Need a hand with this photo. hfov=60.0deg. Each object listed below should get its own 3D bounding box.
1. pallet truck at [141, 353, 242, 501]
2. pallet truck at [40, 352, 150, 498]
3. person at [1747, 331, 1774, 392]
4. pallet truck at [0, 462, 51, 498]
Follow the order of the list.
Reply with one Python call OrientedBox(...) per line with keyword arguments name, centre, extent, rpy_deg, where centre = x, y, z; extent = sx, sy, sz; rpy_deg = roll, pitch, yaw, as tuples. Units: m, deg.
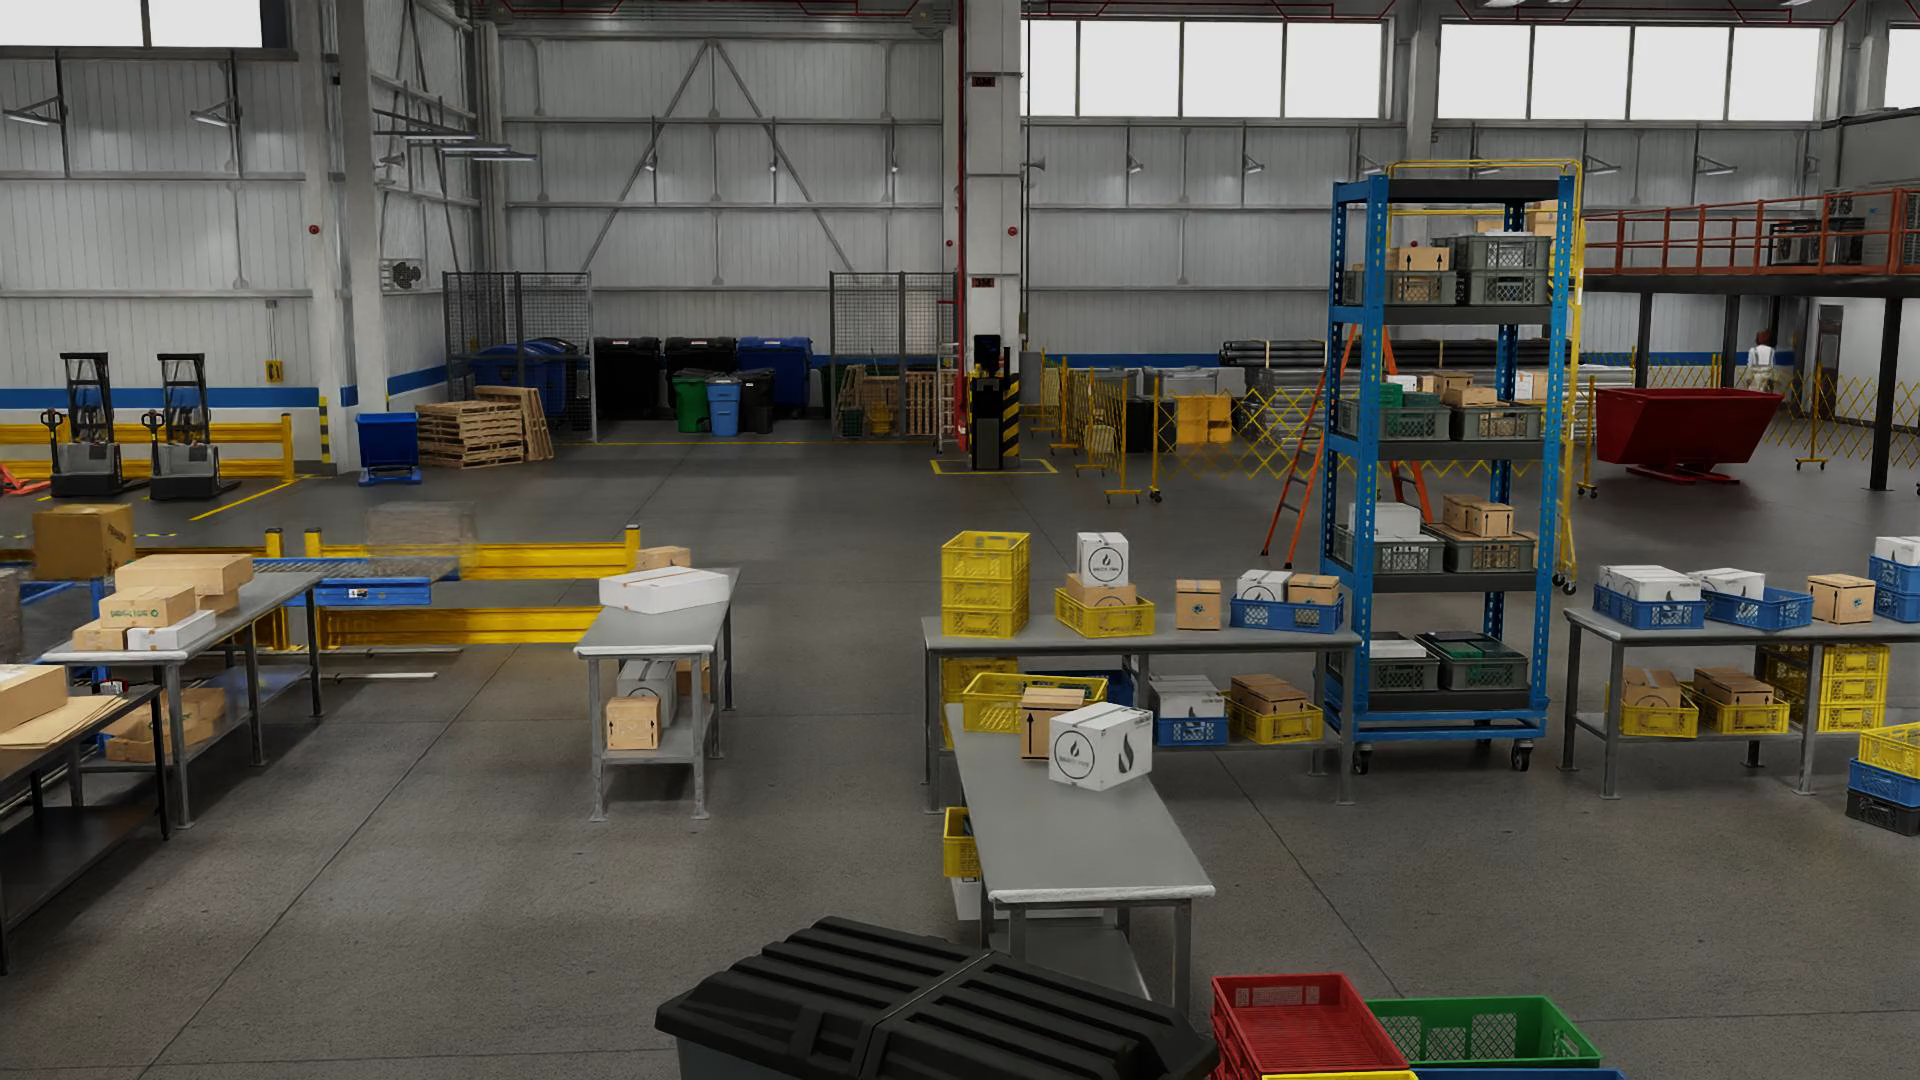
OrientedBox(name="pallet truck", centre=(-10.520, -1.604, 22.925), extent=(0.823, 1.965, 1.885), rpy_deg=(-1, 9, -6))
OrientedBox(name="pallet truck", centre=(-11.907, -1.642, 23.165), extent=(0.823, 1.965, 1.885), rpy_deg=(0, 9, 0))
OrientedBox(name="person", centre=(16.777, -3.433, 34.834), extent=(0.583, 1.864, 0.666), rpy_deg=(-1, 9, -6))
OrientedBox(name="pallet truck", centre=(-13.193, -1.293, 23.148), extent=(0.653, 1.274, 1.630), rpy_deg=(-1, 9, -4))
